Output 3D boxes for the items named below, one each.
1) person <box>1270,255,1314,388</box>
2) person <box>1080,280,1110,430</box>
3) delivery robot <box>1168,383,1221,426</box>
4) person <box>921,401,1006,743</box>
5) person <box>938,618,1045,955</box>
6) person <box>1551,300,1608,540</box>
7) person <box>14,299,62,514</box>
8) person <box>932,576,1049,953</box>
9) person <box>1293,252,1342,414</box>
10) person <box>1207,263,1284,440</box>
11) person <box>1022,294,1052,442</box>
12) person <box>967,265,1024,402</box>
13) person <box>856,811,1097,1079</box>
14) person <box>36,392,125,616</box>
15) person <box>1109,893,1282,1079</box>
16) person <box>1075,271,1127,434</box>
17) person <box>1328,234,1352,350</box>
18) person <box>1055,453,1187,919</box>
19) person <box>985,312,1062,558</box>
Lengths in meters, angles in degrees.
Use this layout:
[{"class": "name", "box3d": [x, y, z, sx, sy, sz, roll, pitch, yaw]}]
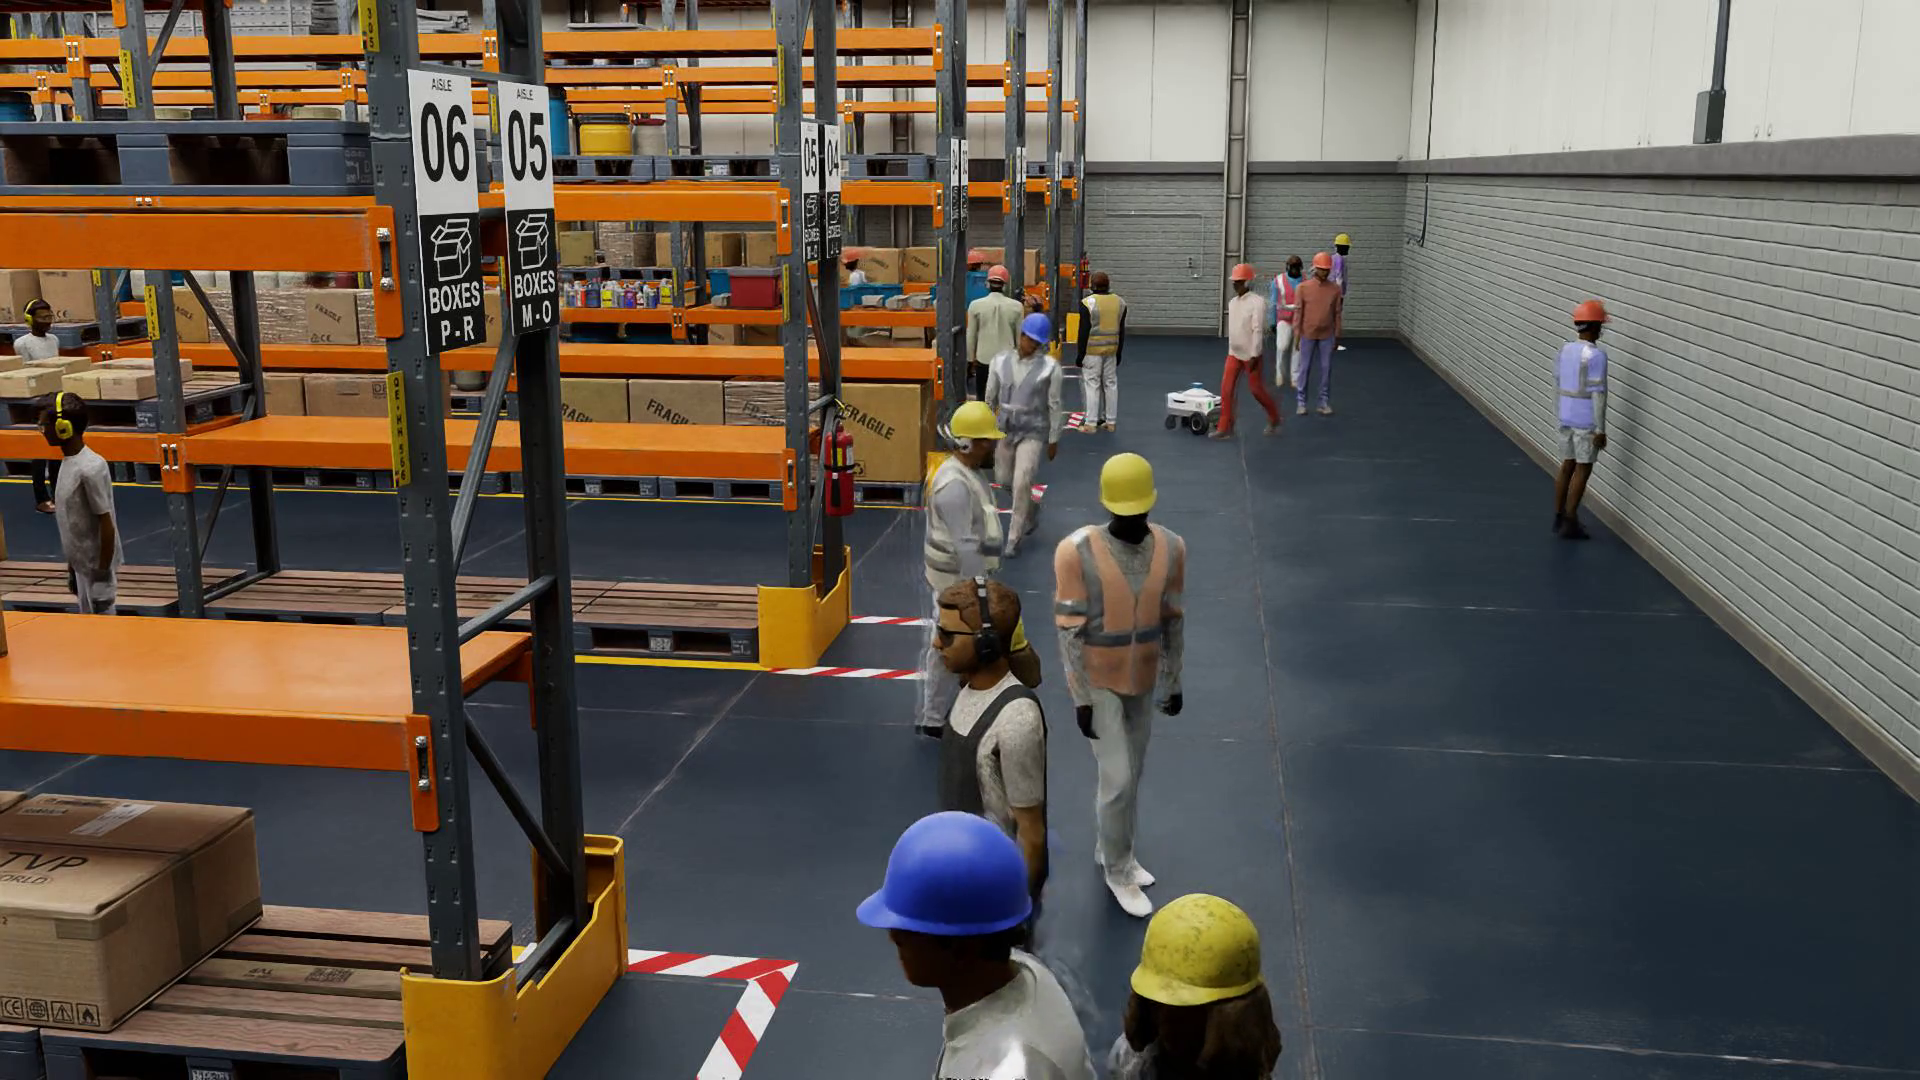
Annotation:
[{"class": "person", "box3d": [4.597, -2.986, 22.864, 0.648, 1.823, 0.605, 0, 12, 2]}, {"class": "person", "box3d": [1.601, -2.182, 19.234, 0.602, 1.820, 0.404, -10, 16, -39]}, {"class": "delivery robot", "box3d": [2.718, -1.560, 19.081, 0.477, 0.478, 0.707, -10, 16, -38]}, {"class": "person", "box3d": [0.127, 0.195, 8.522, 0.743, 1.803, 0.586, 3, 13, 15]}, {"class": "person", "box3d": [0.096, 1.015, 4.991, 0.320, 1.736, 0.486, 0, 12, 0]}, {"class": "person", "box3d": [5.025, -0.952, 13.509, 0.416, 1.943, 0.566, -4, 13, -17]}, {"class": "person", "box3d": [-7.971, -1.167, 14.540, 0.312, 1.865, 0.537, 2, 13, 8]}, {"class": "person", "box3d": [0.084, 0.999, 4.806, 0.325, 1.843, 0.517, -4, 13, -16]}, {"class": "person", "box3d": [4.381, -2.523, 20.391, 0.619, 1.988, 0.406, -1, 13, -5]}, {"class": "person", "box3d": [3.228, -2.098, 18.531, 0.936, 1.967, 0.606, -8, 15, -33]}, {"class": "person", "box3d": [0.830, -1.886, 18.318, 0.322, 1.630, 0.528, -8, 15, -33]}, {"class": "person", "box3d": [0.379, -1.922, 17.712, 0.630, 1.978, 0.449, -2, 13, -7]}, {"class": "person", "box3d": [0.076, 1.385, 2.982, 1.027, 1.887, 0.591, 1, 13, 6]}, {"class": "person", "box3d": [-4.472, 0.166, 8.529, 0.336, 1.864, 0.521, -10, 16, -39]}, {"class": "person", "box3d": [0.402, 1.453, 2.986, 0.288, 1.746, 0.487, -10, 16, -38]}, {"class": "person", "box3d": [1.583, -2.134, 18.964, 0.636, 1.840, 0.429, -7, 14, -30]}, {"class": "person", "box3d": [6.345, -4.150, 27.867, 0.382, 1.924, 0.594, 1, 13, 4]}, {"class": "person", "box3d": [0.666, 0.568, 6.666, 0.619, 1.880, 0.671, -6, 14, -26]}, {"class": "person", "box3d": [0.513, -0.843, 13.005, 0.631, 1.899, 0.761, 6, 14, 24]}]
